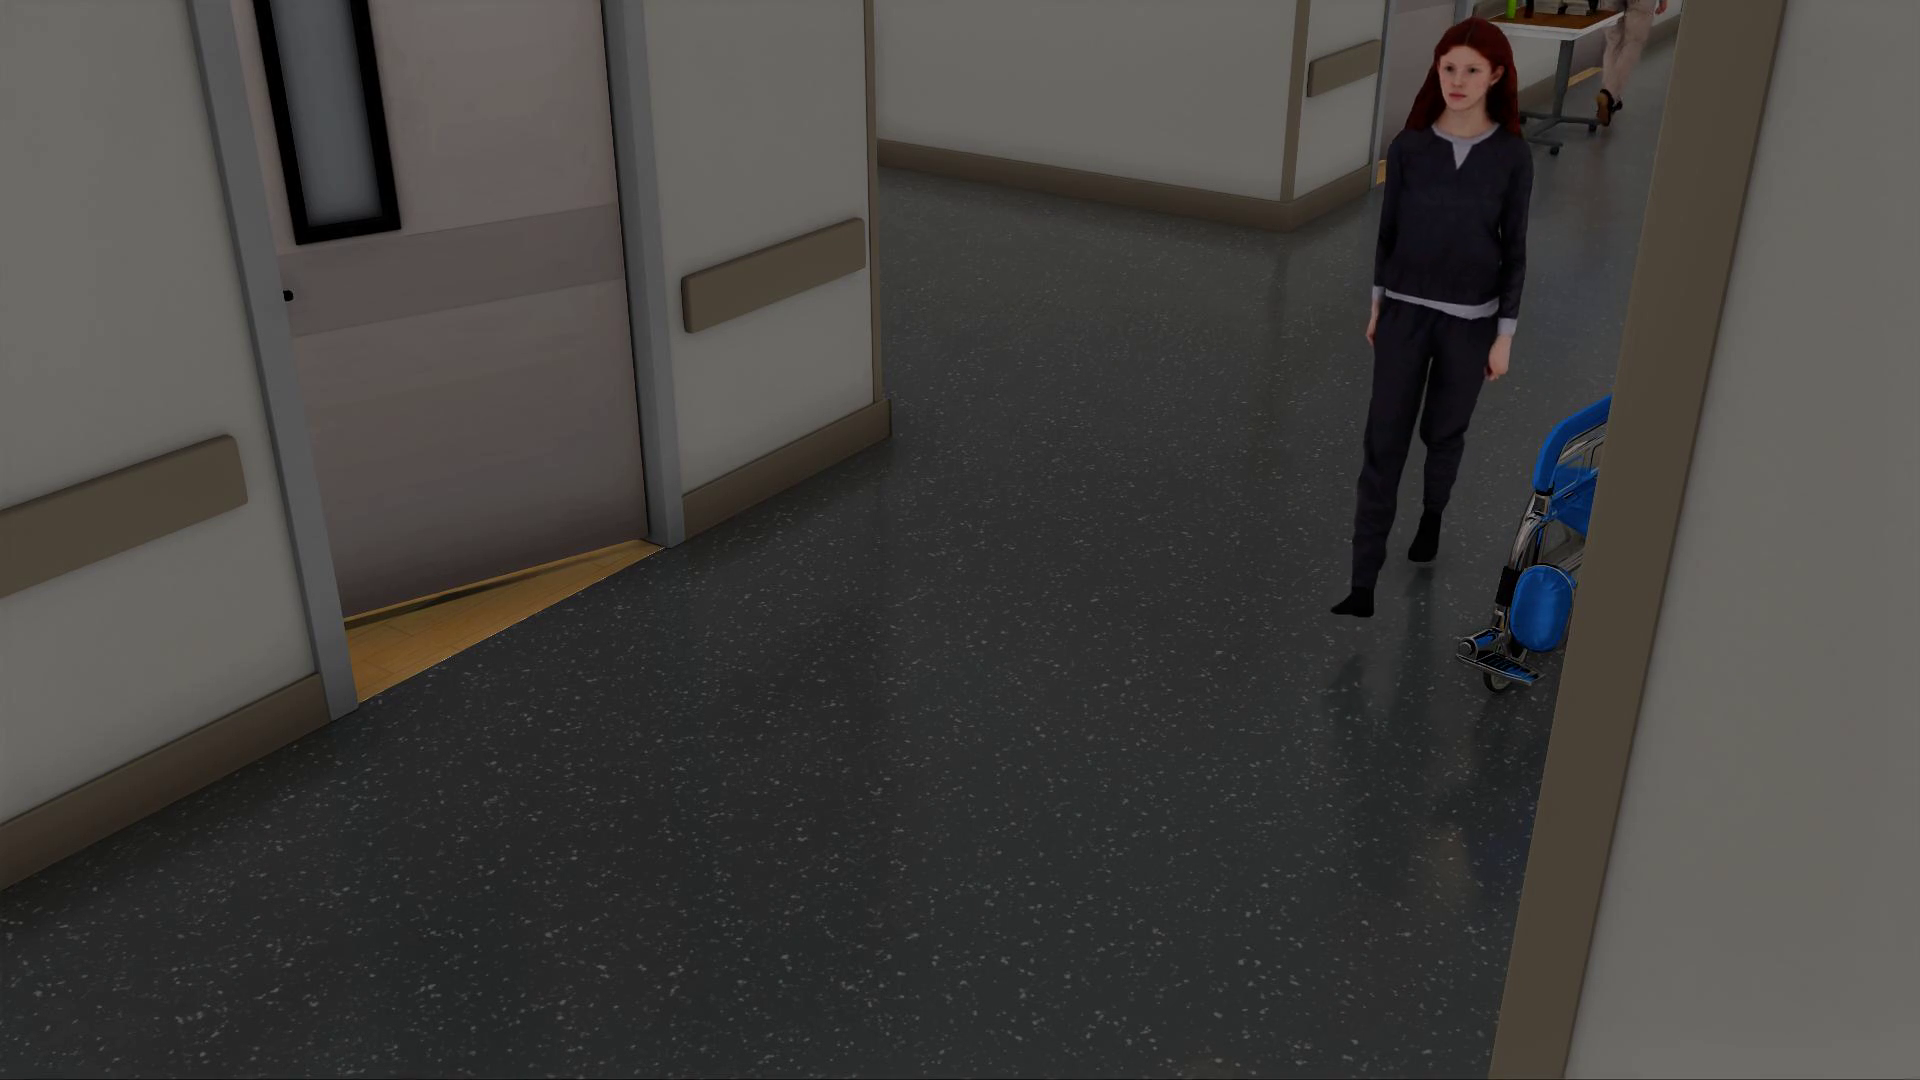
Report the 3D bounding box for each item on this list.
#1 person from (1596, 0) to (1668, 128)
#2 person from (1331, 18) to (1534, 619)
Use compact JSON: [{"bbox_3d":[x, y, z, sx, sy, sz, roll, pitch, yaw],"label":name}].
[{"bbox_3d":[4.564,-3.753,11.380,0.677,1.812,1.139,15,30,29],"label":"person"},{"bbox_3d":[1.473,-0.646,5.040,0.725,1.724,1.161,12,28,24],"label":"person"}]
